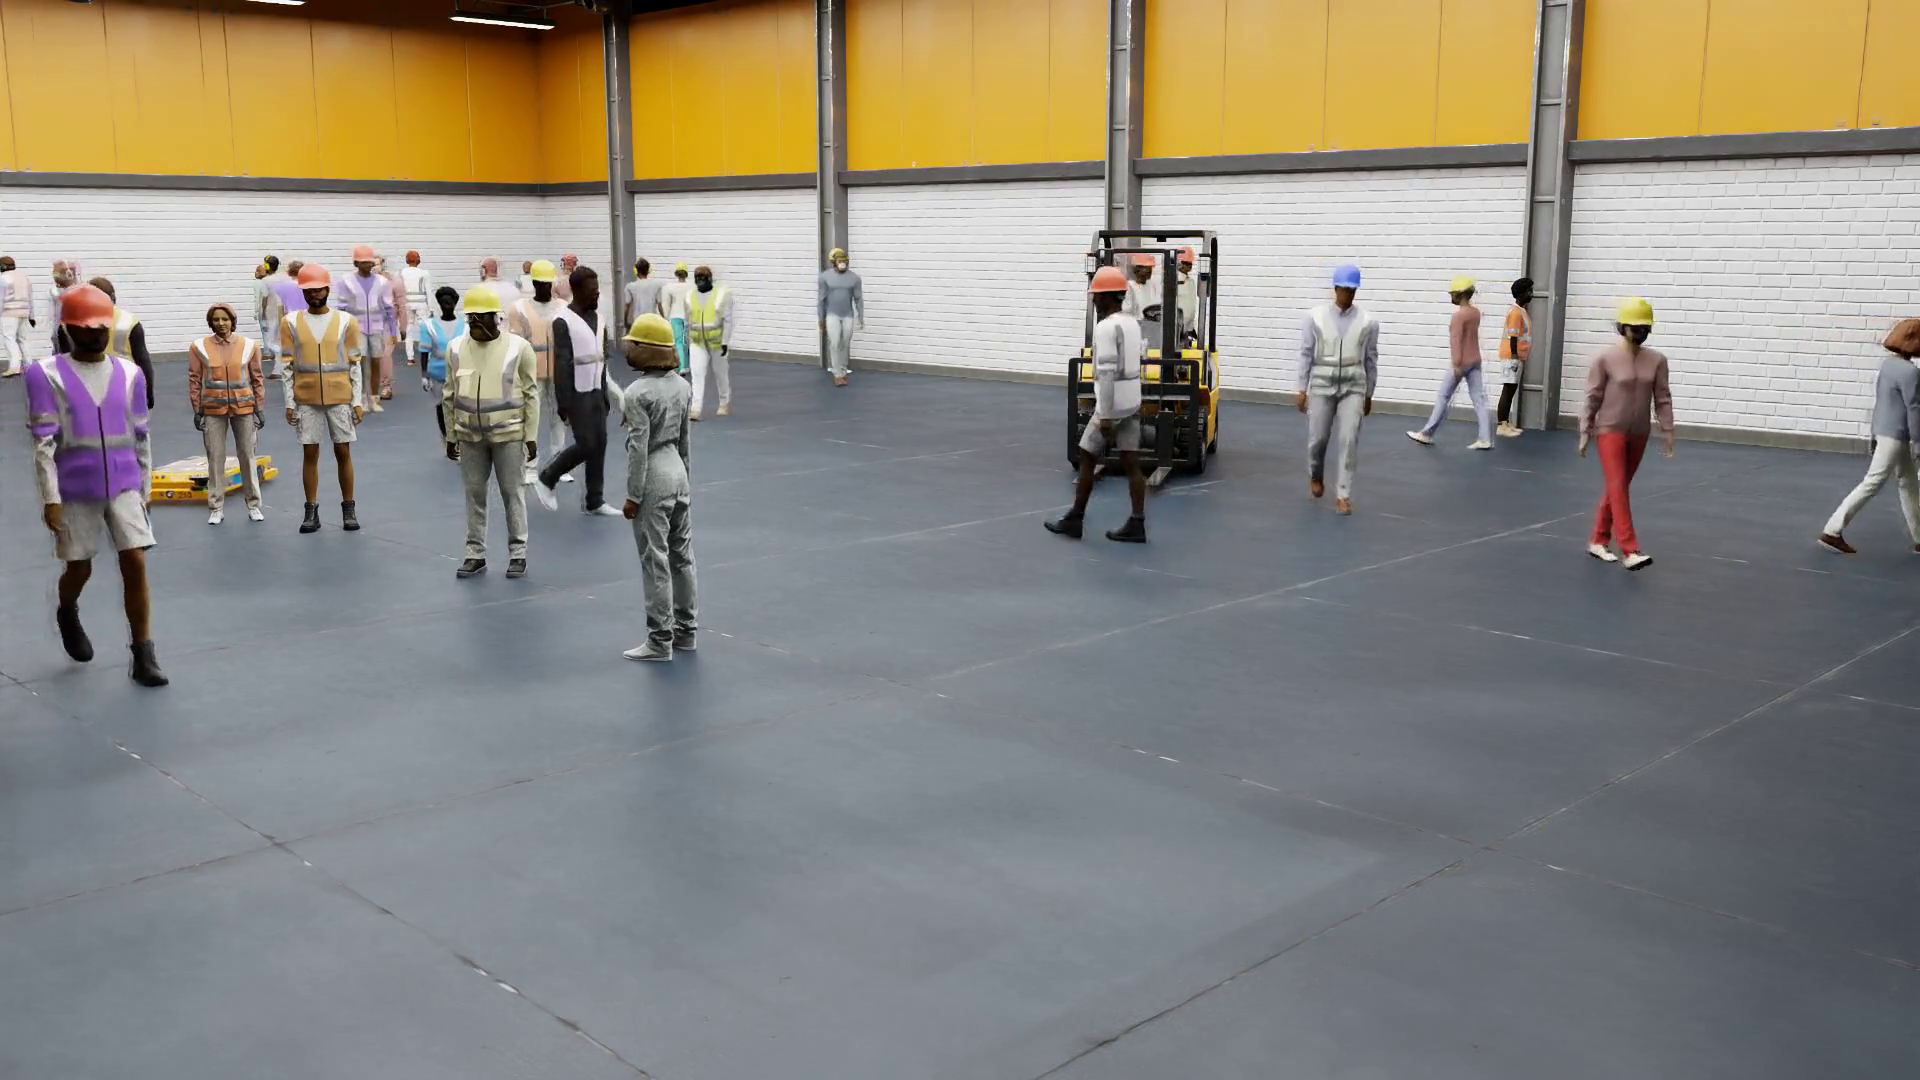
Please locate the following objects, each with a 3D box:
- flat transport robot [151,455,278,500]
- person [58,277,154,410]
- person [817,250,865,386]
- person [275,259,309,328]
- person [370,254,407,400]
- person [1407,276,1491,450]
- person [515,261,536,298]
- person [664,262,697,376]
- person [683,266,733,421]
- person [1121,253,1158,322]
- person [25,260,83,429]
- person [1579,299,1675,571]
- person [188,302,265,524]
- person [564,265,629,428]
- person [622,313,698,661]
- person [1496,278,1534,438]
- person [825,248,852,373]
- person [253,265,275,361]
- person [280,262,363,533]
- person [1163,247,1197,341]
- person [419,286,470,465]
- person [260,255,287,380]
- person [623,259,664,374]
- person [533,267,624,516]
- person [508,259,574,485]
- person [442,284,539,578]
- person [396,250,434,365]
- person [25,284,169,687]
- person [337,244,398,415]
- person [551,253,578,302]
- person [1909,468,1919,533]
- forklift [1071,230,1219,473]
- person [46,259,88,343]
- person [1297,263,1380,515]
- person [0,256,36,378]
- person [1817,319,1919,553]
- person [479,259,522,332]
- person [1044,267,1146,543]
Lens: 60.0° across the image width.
[{"bbox_3d":[-6.292,-0.533,13.879,0.652,0.197,1.431,0,10,-2],"label":"flat transport robot"},{"bbox_3d":[-6.871,-1.220,13.463,0.651,1.790,0.976,-2,11,-10],"label":"person"},{"bbox_3d":[-1.657,-3.122,23.501,0.652,1.911,0.809,-3,11,-17],"label":"person"},{"bbox_3d":[-8.764,-2.813,22.103,0.576,1.823,0.847,-2,11,-10],"label":"person"},{"bbox_3d":[-7.583,-2.753,21.570,0.668,1.880,0.773,2,11,8],"label":"person"},{"bbox_3d":[4.972,-1.769,16.669,0.526,1.719,0.917,-9,14,-40],"label":"person"},{"bbox_3d":[-8.235,-4.504,31.822,0.532,1.638,0.336,0,10,-3],"label":"person"},{"bbox_3d":[-4.239,-3.373,25.410,0.536,1.720,0.931,-2,11,-11],"label":"person"},{"bbox_3d":[-2.930,-2.303,19.422,0.613,1.792,0.996,1,10,7],"label":"person"},{"bbox_3d":[1.961,-2.154,18.051,0.639,1.985,1.056,-9,14,-41],"label":"person"},{"bbox_3d":[-9.478,-2.018,17.634,0.985,1.854,0.677,-9,14,-40],"label":"person"},{"bbox_3d":[4.290,-0.662,10.597,0.550,1.718,0.882,-2,11,-10],"label":"person"},{"bbox_3d":[-5.438,-0.941,12.372,0.514,1.641,0.309,-5,12,-25],"label":"person"},{"bbox_3d":[-4.038,-2.148,18.500,0.986,1.822,0.538,7,12,33],"label":"person"},{"bbox_3d":[-1.531,-0.264,8.389,0.282,1.746,0.493,5,11,25],"label":"person"},{"bbox_3d":[5.891,-1.934,17.658,0.322,1.690,0.532,5,11,24],"label":"person"},{"bbox_3d":[-1.903,-3.547,25.789,0.361,1.930,0.587,-4,11,-20],"label":"person"},{"bbox_3d":[-11.849,-3.880,28.410,0.286,1.633,0.499,4,11,22],"label":"person"},{"bbox_3d":[-4.587,-1.019,11.982,0.549,1.937,0.358,-3,11,-17],"label":"person"},{"bbox_3d":[2.756,-2.646,20.766,0.468,1.999,0.631,9,14,40],"label":"person"},{"bbox_3d":[-4.816,-1.565,15.701,0.535,1.670,0.769,-3,11,-17],"label":"person"},{"bbox_3d":[-10.028,-3.257,24.448,0.631,1.841,0.535,4,11,19],"label":"person"},{"bbox_3d":[-4.284,-2.884,22.509,0.540,1.809,0.996,-4,11,-21],"label":"person"},{"bbox_3d":[-2.903,-1.108,12.582,0.562,1.905,0.598,3,11,16],"label":"person"},{"bbox_3d":[-3.570,-1.442,14.315,0.585,1.927,0.373,-6,12,-28],"label":"person"},{"bbox_3d":[-2.928,-0.669,10.362,0.601,1.830,0.403,1,10,3],"label":"person"},{"bbox_3d":[-8.969,-3.818,27.390,0.585,1.882,0.337,-1,10,-3],"label":"person"},{"bbox_3d":[-4.159,-0.267,7.974,0.557,1.913,0.799,-10,15,-44],"label":"person"},{"bbox_3d":[-7.044,-2.491,19.792,0.646,2.016,0.597,-6,12,-30],"label":"person"},{"bbox_3d":[-5.059,-2.777,21.656,0.655,1.906,0.407,-8,13,-37],"label":"person"},{"bbox_3d":[6.900,-0.804,11.669,0.281,1.624,0.494,3,11,18],"label":"person"},{"bbox_3d":[1.804,-1.825,15.677,1.214,2.155,2.313,2,11,13],"label":"forklift"},{"bbox_3d":[-11.602,-2.759,21.787,0.621,1.818,0.459,-6,12,-28],"label":"person"},{"bbox_3d":[2.923,-1.182,12.900,0.618,1.928,0.700,1,10,7],"label":"person"},{"bbox_3d":[-14.270,-3.356,25.096,0.533,1.813,0.825,2,11,11],"label":"person"},{"bbox_3d":[6.219,-0.679,11.083,0.865,1.588,0.517,3,11,13],"label":"person"},{"bbox_3d":[-5.308,-2.231,18.792,0.949,1.857,0.672,8,13,38],"label":"person"},{"bbox_3d":[0.962,-0.941,11.632,0.860,1.904,0.577,7,12,32],"label":"person"}]
